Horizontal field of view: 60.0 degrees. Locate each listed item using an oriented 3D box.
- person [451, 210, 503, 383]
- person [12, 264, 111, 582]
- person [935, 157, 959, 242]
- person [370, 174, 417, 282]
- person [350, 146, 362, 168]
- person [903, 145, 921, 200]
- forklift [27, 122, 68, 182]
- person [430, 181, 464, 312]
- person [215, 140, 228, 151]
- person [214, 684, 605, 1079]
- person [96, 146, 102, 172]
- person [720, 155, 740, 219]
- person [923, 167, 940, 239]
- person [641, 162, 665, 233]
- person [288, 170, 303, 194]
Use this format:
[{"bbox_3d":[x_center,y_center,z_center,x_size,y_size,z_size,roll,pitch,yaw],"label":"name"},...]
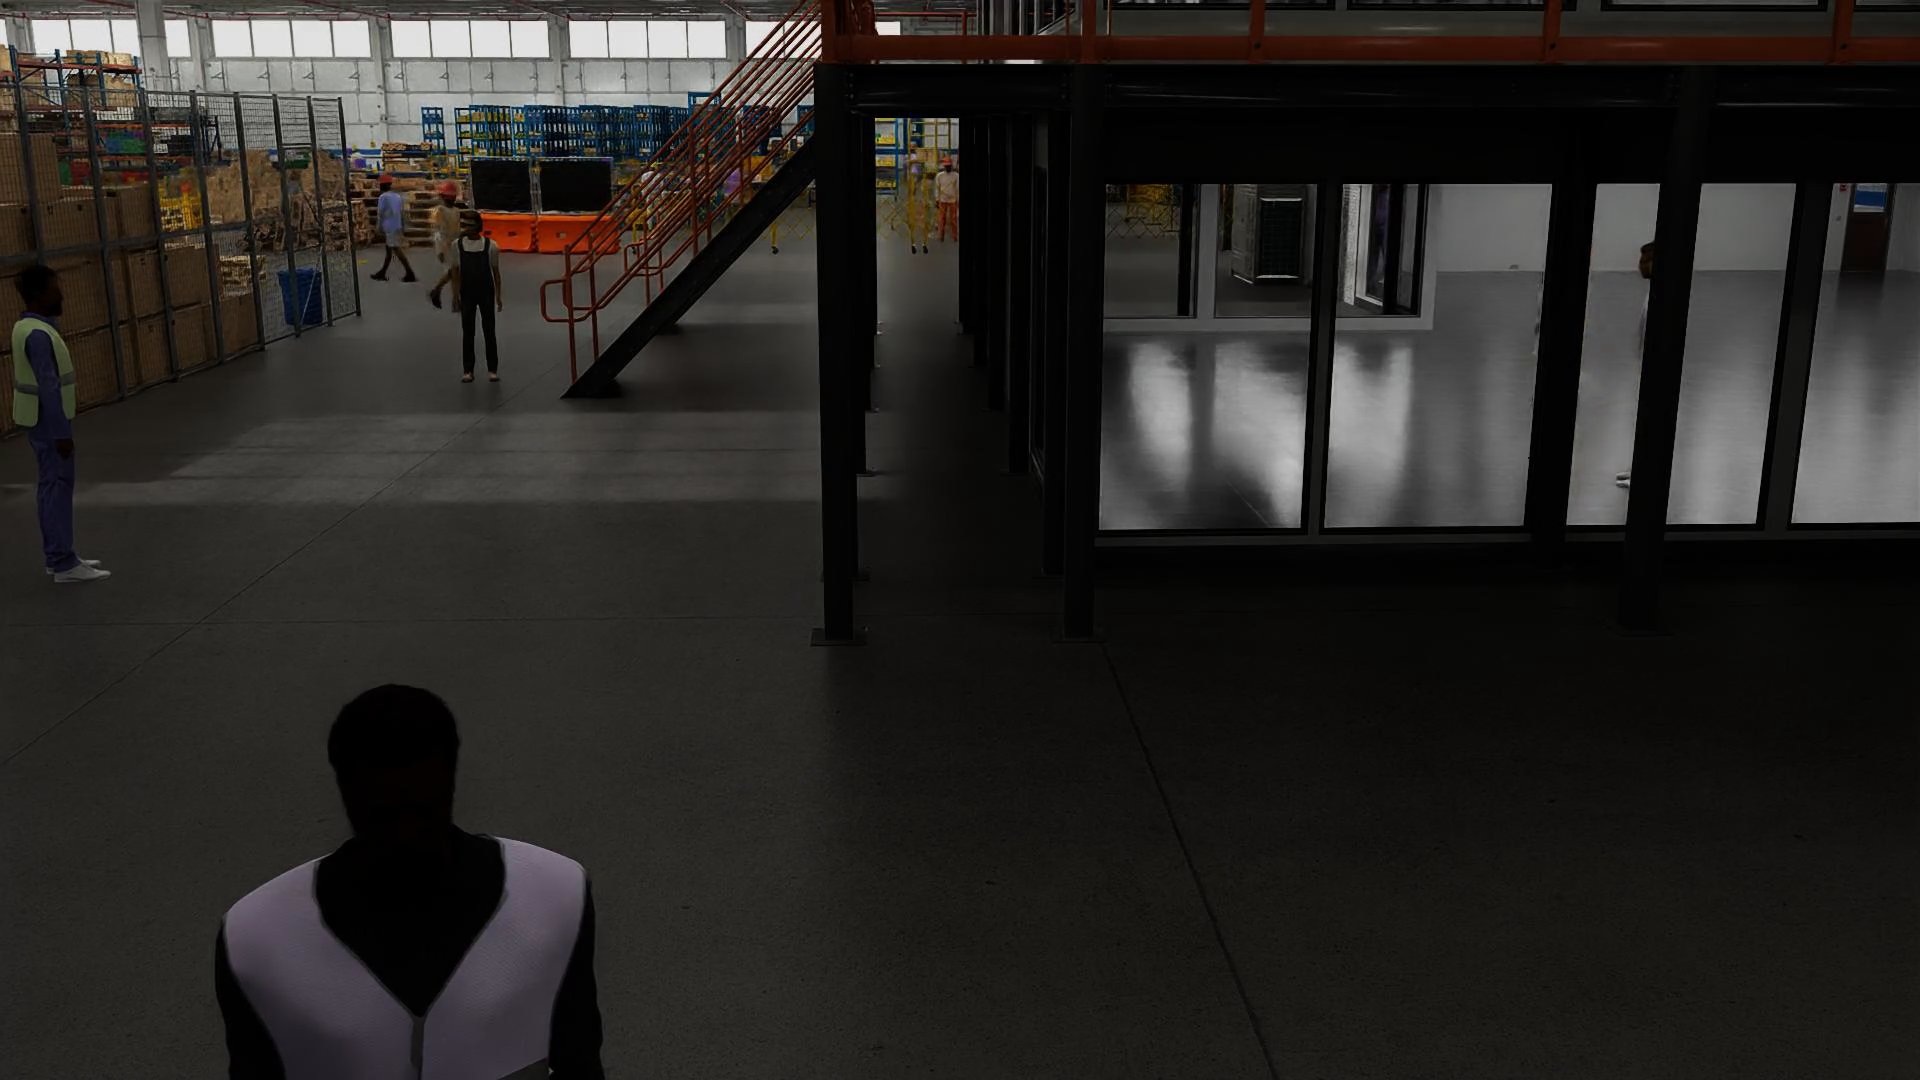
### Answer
[{"bbox_3d":[-5.187,-2.613,17.891,0.506,1.839,0.351,-3,14,-11],"label":"person"},{"bbox_3d":[-5.507,-0.699,10.074,0.392,1.922,0.592,-10,17,-34],"label":"person"},{"bbox_3d":[-0.276,-8.008,39.172,0.621,1.985,0.423,0,14,1],"label":"person"},{"bbox_3d":[-10.039,-5.503,29.350,0.998,1.889,0.581,4,15,16],"label":"person"},{"bbox_3d":[-26.781,-16.507,73.513,0.898,1.785,0.621,4,15,16],"label":"person"},{"bbox_3d":[-1.748,-13.440,60.894,0.649,1.969,1.101,-1,14,-6],"label":"person"},{"bbox_3d":[-35.376,-14.773,64.377,1.129,2.768,1.873,-1,14,-2],"label":"forklift"},{"bbox_3d":[-7.522,-4.298,24.466,0.532,1.917,0.554,6,15,24],"label":"person"},{"bbox_3d":[-37.206,-19.175,83.836,0.629,1.970,0.855,-8,16,-30],"label":"person"},{"bbox_3d":[-0.882,1.131,2.793,0.586,1.910,0.395,-5,15,-20],"label":"person"},{"bbox_3d":[-28.990,-12.240,55.952,0.377,2.045,0.605,-11,18,-39],"label":"person"},{"bbox_3d":[-6.204,-9.425,44.934,0.558,1.920,0.420,1,14,5],"label":"person"},{"bbox_3d":[-0.614,-8.163,40.311,0.631,1.723,0.494,1,14,3],"label":"person"},{"bbox_3d":[-7.832,-8.776,42.531,0.592,1.834,0.404,2,14,8],"label":"person"},{"bbox_3d":[-16.688,-8.460,41.734,0.507,1.604,0.734,10,17,35],"label":"person"}]
